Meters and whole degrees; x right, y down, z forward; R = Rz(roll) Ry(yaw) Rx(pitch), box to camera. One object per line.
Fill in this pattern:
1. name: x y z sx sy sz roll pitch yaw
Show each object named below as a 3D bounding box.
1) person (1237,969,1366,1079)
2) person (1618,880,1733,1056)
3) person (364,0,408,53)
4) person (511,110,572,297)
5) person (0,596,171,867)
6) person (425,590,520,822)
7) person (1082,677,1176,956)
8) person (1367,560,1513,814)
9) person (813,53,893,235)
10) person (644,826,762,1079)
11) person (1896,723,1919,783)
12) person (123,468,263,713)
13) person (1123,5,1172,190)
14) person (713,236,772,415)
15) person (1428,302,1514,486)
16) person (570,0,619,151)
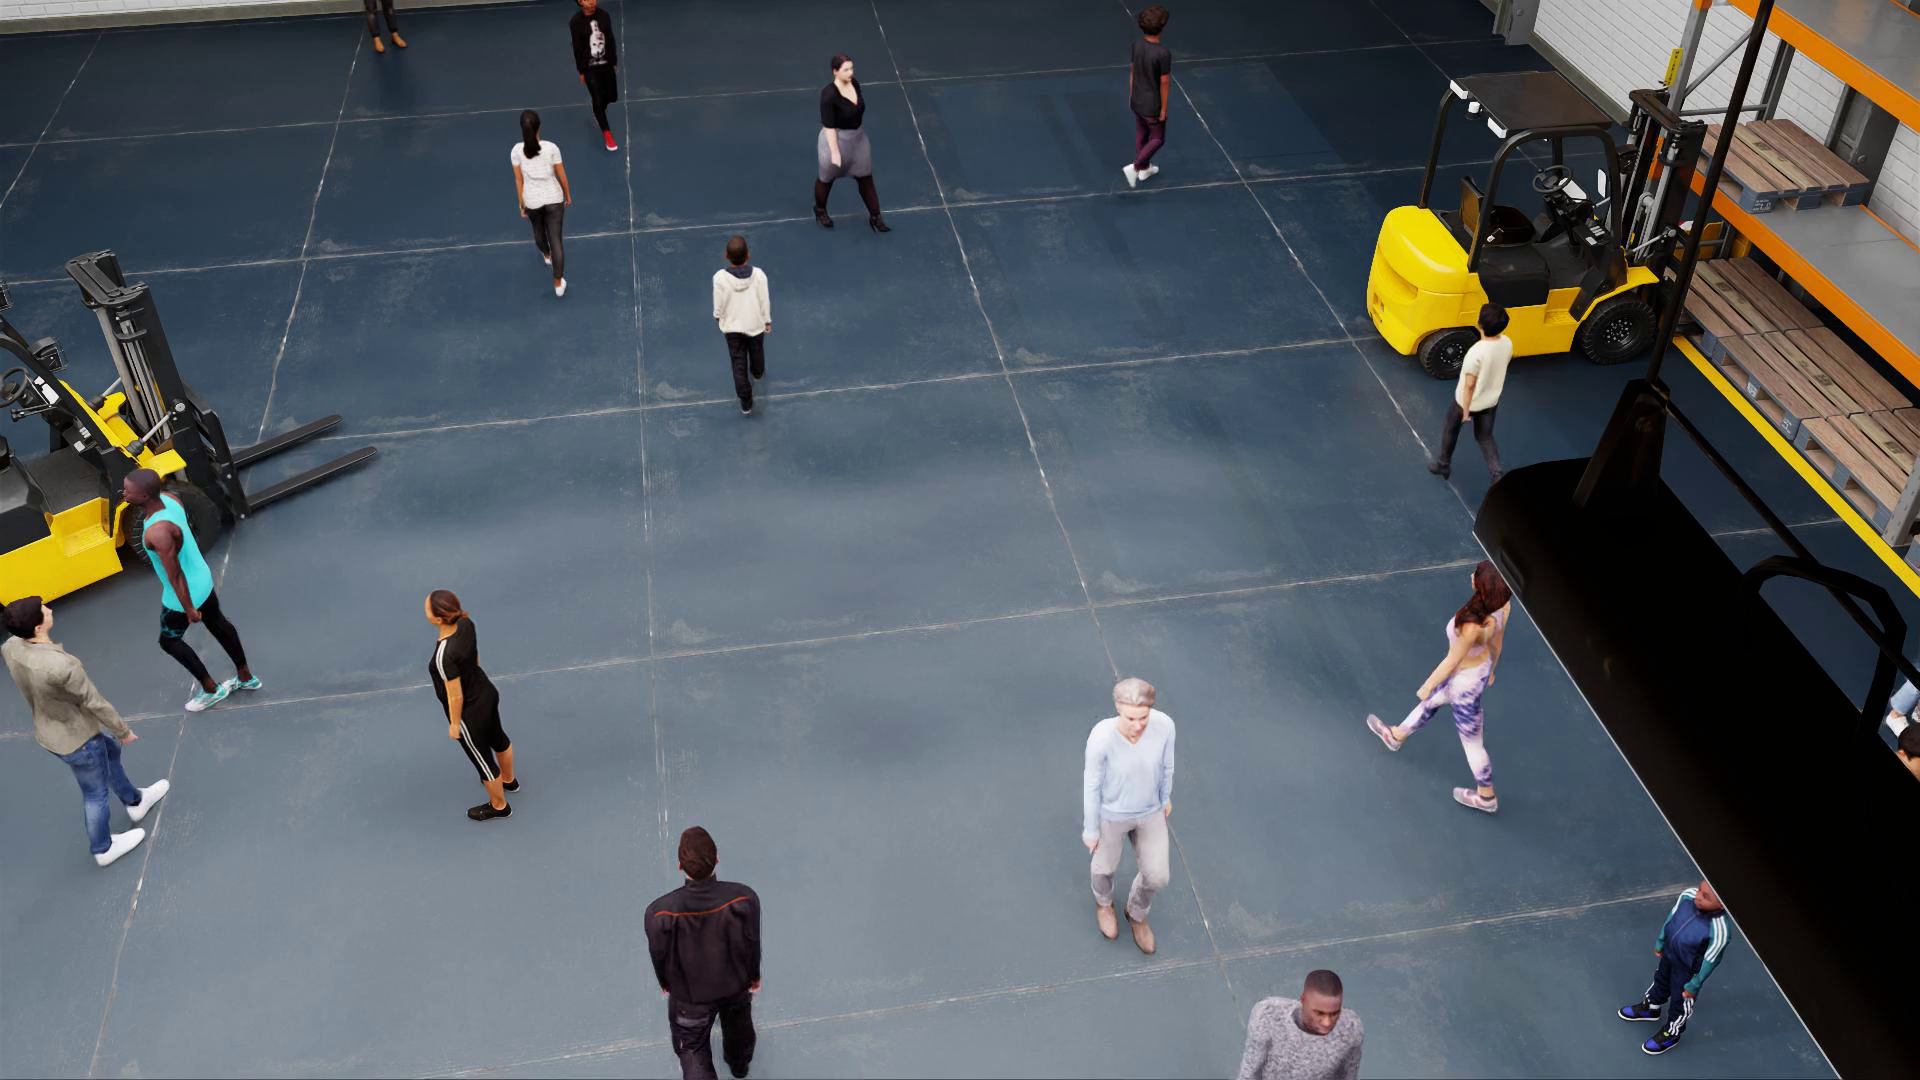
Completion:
1. person: 1.477 2.453 7.498 0.810 1.821 0.918 3 39 4
2. person: 3.673 2.101 8.391 0.563 1.256 0.419 -9 39 -10
3. person: -6.592 -6.357 18.610 0.729 1.720 0.718 -26 46 -29
4. person: -3.585 -2.868 14.328 0.611 1.613 0.998 -5 39 -6
5. person: -4.956 1.110 9.161 0.969 1.845 1.036 20 43 23
6. person: -2.798 0.931 9.526 0.692 1.669 0.535 4 39 5
7. person: 0.847 1.378 8.804 0.693 1.870 0.706 -9 39 -11
8. person: 2.981 0.882 9.549 1.199 1.716 1.076 27 46 30
9. person: -1.153 -3.607 15.171 1.164 1.715 1.079 26 45 28
10. person: -1.168 2.139 7.836 0.782 1.888 1.139 -11 40 -14
11. person: 4.732 1.530 8.743 0.717 1.710 0.853 -10 40 -13
12. person: -4.645 0.285 10.231 0.695 1.798 0.595 -4 39 -5
13. person: 1.766 -4.198 15.870 0.971 1.767 0.982 30 48 32
14. person: -1.689 -1.637 12.936 0.656 1.426 0.923 -3 39 -4
15. person: 3.776 -0.959 11.978 0.746 1.561 1.035 -15 41 -18
16. person: -3.670 -4.778 16.678 0.772 1.664 0.942 -20 43 -23
